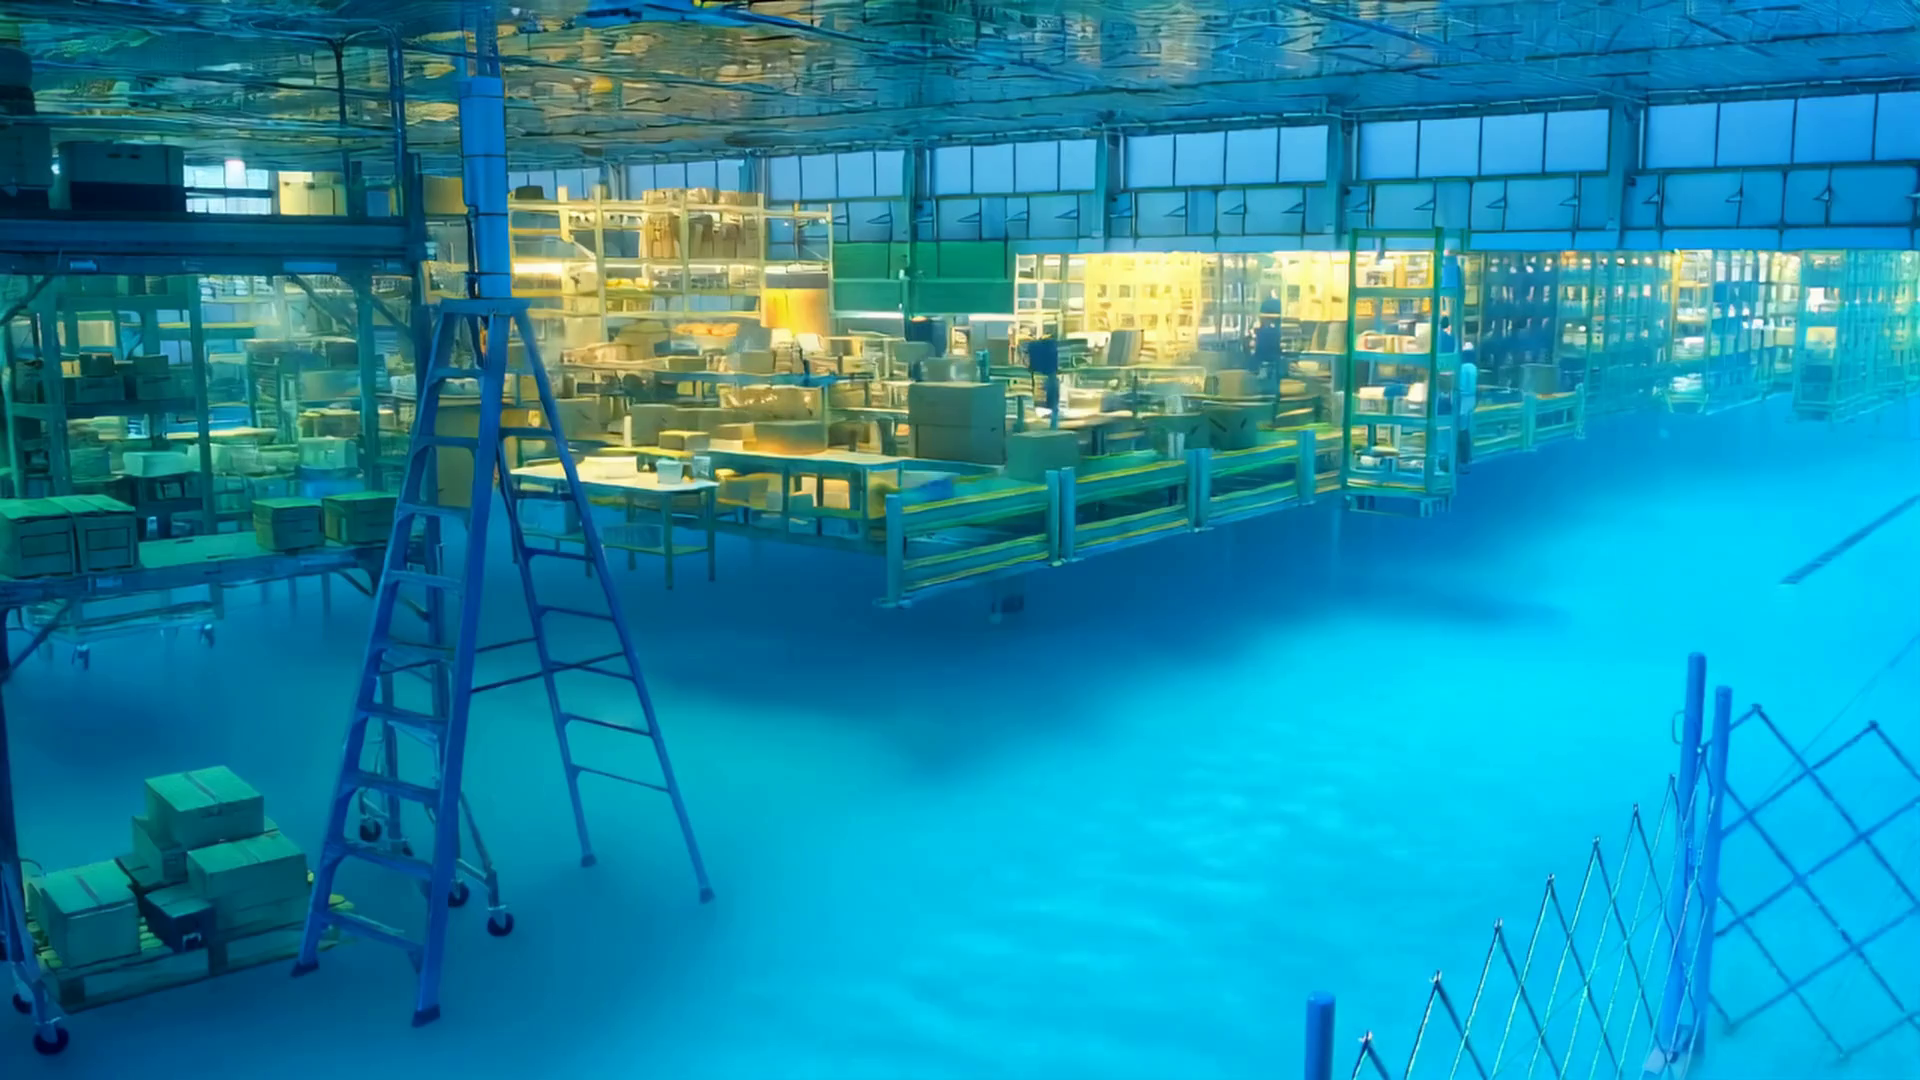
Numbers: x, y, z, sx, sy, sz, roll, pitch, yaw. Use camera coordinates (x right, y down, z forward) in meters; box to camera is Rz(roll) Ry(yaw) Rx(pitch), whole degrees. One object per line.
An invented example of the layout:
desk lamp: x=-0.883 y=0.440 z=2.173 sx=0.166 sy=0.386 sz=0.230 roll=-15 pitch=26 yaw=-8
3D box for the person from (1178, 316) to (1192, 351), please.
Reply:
person: x=6.963 y=-6.095 z=50.967 sx=0.605 sy=1.949 sz=0.382 roll=0 pitch=9 yaw=0

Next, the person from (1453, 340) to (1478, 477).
person: x=7.519 y=-1.969 z=24.922 sx=0.370 sy=2.044 sz=0.608 roll=5 pitch=11 yaw=31

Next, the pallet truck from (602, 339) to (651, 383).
pallet truck: x=-8.991 y=-4.871 z=45.351 sx=0.653 sy=1.274 sz=1.630 roll=7 pitch=11 yaw=37

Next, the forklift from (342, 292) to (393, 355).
forklift: x=-16.485 y=-5.622 z=45.120 sx=1.129 sy=2.768 sz=1.873 roll=7 pitch=11 yaw=37

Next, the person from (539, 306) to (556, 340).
person: x=-15.466 y=-7.850 z=62.263 sx=0.634 sy=1.839 sz=0.429 roll=0 pitch=9 yaw=3

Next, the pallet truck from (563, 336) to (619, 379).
pallet truck: x=-10.690 y=-5.294 z=48.215 sx=1.601 sy=1.201 sz=0.680 roll=-5 pitch=10 yaw=-26

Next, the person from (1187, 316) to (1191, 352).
person: x=7.153 y=-6.166 z=51.973 sx=0.975 sy=1.766 sz=0.623 roll=6 pitch=11 yaw=34

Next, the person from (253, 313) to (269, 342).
person: x=-19.771 y=-5.419 z=46.888 sx=0.573 sy=1.903 sz=0.836 roll=7 pitch=11 yaw=37
